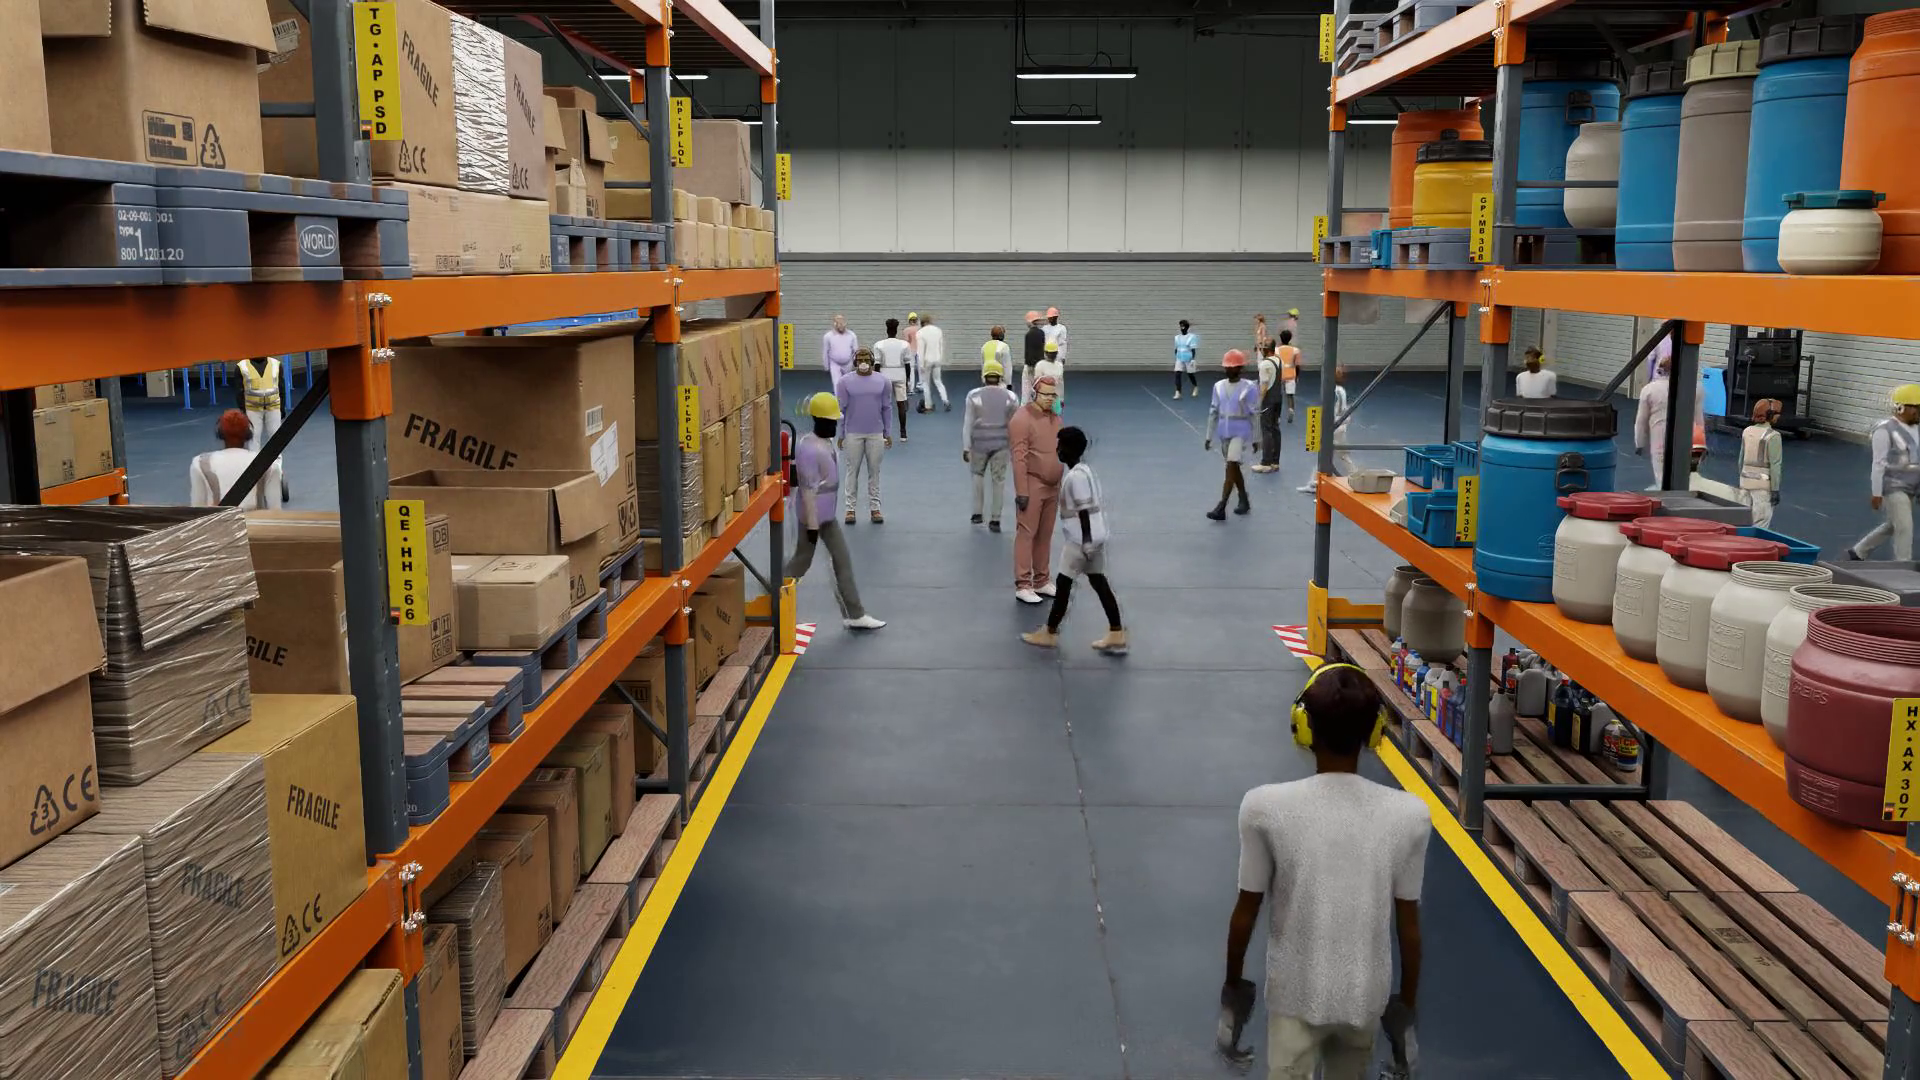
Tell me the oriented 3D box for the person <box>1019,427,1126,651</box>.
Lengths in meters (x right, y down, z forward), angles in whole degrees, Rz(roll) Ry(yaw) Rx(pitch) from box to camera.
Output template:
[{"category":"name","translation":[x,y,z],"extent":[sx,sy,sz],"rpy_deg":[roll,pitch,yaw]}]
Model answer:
[{"category":"person","translation":[0.840,-0.005,12.235],"extent":[0.855,1.642,0.553],"rpy_deg":[2,10,11]}]

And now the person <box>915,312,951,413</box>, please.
[{"category":"person","translation":[-0.518,-3.357,31.566],"extent":[0.651,1.911,0.660],"rpy_deg":[-9,13,-42]}]

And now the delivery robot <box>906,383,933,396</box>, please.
[{"category":"delivery robot","translation":[-0.789,-2.905,31.957],"extent":[0.335,0.223,0.698],"rpy_deg":[6,12,34]}]

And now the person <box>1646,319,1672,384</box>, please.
[{"category":"person","translation":[11.513,-2.678,27.083],"extent":[0.614,2.040,0.390],"rpy_deg":[3,10,20]}]

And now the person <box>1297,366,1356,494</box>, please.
[{"category":"person","translation":[4.597,-1.333,20.361],"extent":[0.847,1.599,0.523],"rpy_deg":[4,10,20]}]

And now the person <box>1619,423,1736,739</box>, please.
[{"category":"person","translation":[4.203,0.281,9.644],"extent":[0.624,1.955,1.019],"rpy_deg":[0,9,-2]}]

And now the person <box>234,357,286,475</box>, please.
[{"category":"person","translation":[-9.353,-1.771,22.290],"extent":[0.619,1.836,0.431],"rpy_deg":[-6,11,-30]}]

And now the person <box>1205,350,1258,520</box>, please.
[{"category":"person","translation":[3.057,-1.193,18.666],"extent":[0.564,1.888,0.986],"rpy_deg":[8,12,40]}]

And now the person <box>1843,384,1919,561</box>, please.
[{"category":"person","translation":[8.265,-0.493,14.731],"extent":[0.598,1.806,0.829],"rpy_deg":[-5,11,-28]}]

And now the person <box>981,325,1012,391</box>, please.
[{"category":"person","translation":[0.628,-2.555,26.939],"extent":[0.429,1.846,0.632],"rpy_deg":[-8,13,-41]}]

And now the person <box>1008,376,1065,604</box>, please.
[{"category":"person","translation":[0.690,-0.433,14.061],"extent":[0.404,1.903,0.636],"rpy_deg":[7,12,37]}]

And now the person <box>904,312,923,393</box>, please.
[{"category":"person","translation":[-1.013,-4.112,36.526],"extent":[0.524,1.760,0.328],"rpy_deg":[-6,11,-31]}]

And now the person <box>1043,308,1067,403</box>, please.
[{"category":"person","translation":[1.893,-3.760,33.877],"extent":[0.551,1.935,0.371],"rpy_deg":[6,11,32]}]

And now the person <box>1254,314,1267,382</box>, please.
[{"category":"person","translation":[7.274,-4.623,40.035],"extent":[0.458,1.608,0.694],"rpy_deg":[0,9,-3]}]

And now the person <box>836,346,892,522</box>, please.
[{"category":"person","translation":[-1.053,-1.162,18.310],"extent":[0.636,1.938,0.354],"rpy_deg":[-2,10,-10]}]

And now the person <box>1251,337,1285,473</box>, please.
[{"category":"person","translation":[4.218,-1.853,22.750],"extent":[0.346,1.840,0.505],"rpy_deg":[8,13,41]}]

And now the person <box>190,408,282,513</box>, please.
[{"category":"person","translation":[-4.926,0.029,11.392],"extent":[0.576,1.865,0.727],"rpy_deg":[-6,11,-31]}]

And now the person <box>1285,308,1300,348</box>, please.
[{"category":"person","translation":[8.053,-4.744,40.336],"extent":[0.359,1.754,0.526],"rpy_deg":[-3,10,-18]}]

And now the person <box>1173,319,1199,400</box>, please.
[{"category":"person","translation":[4.752,-3.794,34.866],"extent":[0.530,1.673,0.743],"rpy_deg":[6,11,33]}]

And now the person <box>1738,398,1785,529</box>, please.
[{"category":"person","translation":[7.201,-0.457,14.985],"extent":[0.310,1.638,0.523],"rpy_deg":[-1,10,-9]}]

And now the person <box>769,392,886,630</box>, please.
[{"category":"person","translation":[-1.124,-0.218,12.889],"extent":[0.987,1.879,0.593],"rpy_deg":[2,10,14]}]

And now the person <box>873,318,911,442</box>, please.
[{"category":"person","translation":[-1.082,-2.559,26.592],"extent":[0.608,1.966,0.370],"rpy_deg":[-1,10,-7]}]

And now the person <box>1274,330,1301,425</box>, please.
[{"category":"person","translation":[5.718,-2.853,29.232],"extent":[0.540,1.682,0.626],"rpy_deg":[1,10,5]}]

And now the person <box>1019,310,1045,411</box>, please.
[{"category":"person","translation":[1.443,-3.323,31.188],"extent":[0.902,1.969,0.623],"rpy_deg":[8,12,39]}]

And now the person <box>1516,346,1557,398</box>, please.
[{"category":"person","translation":[6.944,-1.420,20.100],"extent":[0.448,1.846,0.574],"rpy_deg":[-9,13,-44]}]

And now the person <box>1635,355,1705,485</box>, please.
[{"category":"person","translation":[7.595,-1.037,17.829],"extent":[0.671,1.855,0.997],"rpy_deg":[1,10,6]}]

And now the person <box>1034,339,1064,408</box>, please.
[{"category":"person","translation":[1.262,-2.120,24.670],"extent":[0.557,1.734,0.710],"rpy_deg":[-7,11,-34]}]

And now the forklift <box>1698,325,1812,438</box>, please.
[{"category":"forklift","translation":[13.248,-3.165,27.620],"extent":[1.129,2.768,1.873],"rpy_deg":[0,9,1]}]

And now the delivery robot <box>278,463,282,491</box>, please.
[{"category":"delivery robot","translation":[-8.385,-0.792,20.081],"extent":[0.477,0.478,0.707],"rpy_deg":[-4,10,-21]}]

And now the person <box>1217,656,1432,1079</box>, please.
[{"category":"person","translation":[0.943,1.226,4.305],"extent":[0.519,1.846,0.801],"rpy_deg":[0,9,0]}]

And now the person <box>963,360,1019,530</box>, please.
[{"category":"person","translation":[0.322,-1.036,17.927],"extent":[0.630,1.806,0.682],"rpy_deg":[-2,10,-9]}]

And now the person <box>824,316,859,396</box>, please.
[{"category":"person","translation":[-2.220,-3.278,31.287],"extent":[0.660,1.858,1.033],"rpy_deg":[-3,10,-17]}]
